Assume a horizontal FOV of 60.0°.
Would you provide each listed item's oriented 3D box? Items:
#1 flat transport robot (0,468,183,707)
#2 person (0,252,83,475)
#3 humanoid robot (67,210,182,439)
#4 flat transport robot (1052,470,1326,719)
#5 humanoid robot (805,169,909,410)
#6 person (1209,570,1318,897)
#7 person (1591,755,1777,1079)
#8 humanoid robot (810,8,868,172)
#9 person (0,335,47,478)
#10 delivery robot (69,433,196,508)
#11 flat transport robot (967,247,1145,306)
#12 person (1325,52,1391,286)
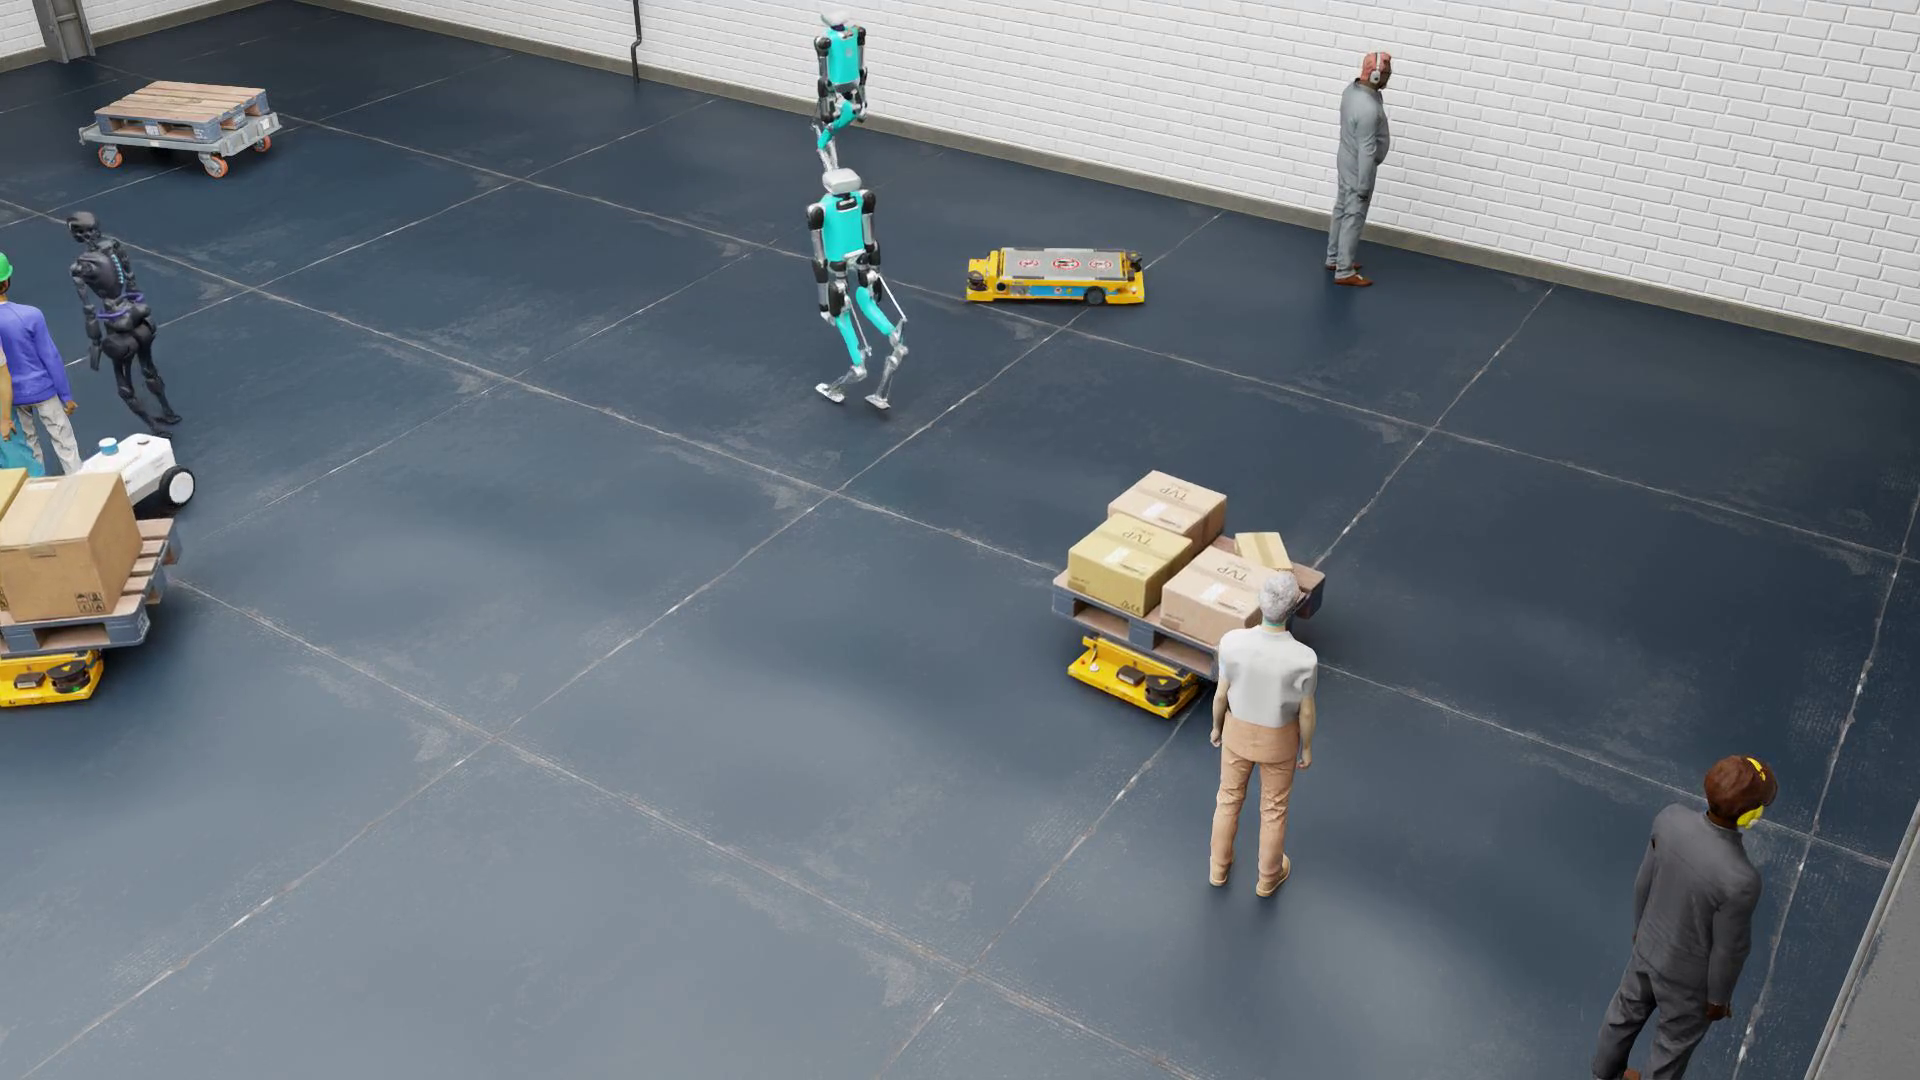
[{"bbox_3d":[-5.169,0.455,9.548,0.659,0.231,1.431,-5,33,-8],"label":"flat transport robot"},{"bbox_3d":[-5.676,-0.892,10.164,0.460,1.873,0.344,-8,34,-12],"label":"person"},{"bbox_3d":[-5.627,-1.441,11.194,0.364,1.635,0.602,6,33,9],"label":"humanoid robot"},{"bbox_3d":[1.286,0.489,9.496,0.659,0.231,1.431,22,39,31],"label":"flat transport robot"},{"bbox_3d":[-0.669,-1.627,11.439,0.541,1.767,0.901,-23,39,-31],"label":"humanoid robot"},{"bbox_3d":[1.364,0.883,7.515,0.474,1.747,0.321,12,35,18],"label":"person"},{"bbox_3d":[2.741,1.579,6.316,0.356,1.874,0.491,-12,35,-18],"label":"person"},{"bbox_3d":[-1.190,-3.938,14.995,0.555,1.769,0.701,-26,41,-35],"label":"humanoid robot"},{"bbox_3d":[-5.864,-0.835,10.097,0.564,1.846,0.391,25,41,34],"label":"person"},{"bbox_3d":[-5.323,-0.367,10.580,0.499,0.614,0.815,11,34,17],"label":"delivery robot"},{"bbox_3d":[0.781,-2.159,13.616,1.431,0.231,0.659,1,33,2],"label":"flat transport robot"},{"bbox_3d":[3.231,-2.988,13.403,0.408,1.899,0.637,-1,33,-1],"label":"person"}]
